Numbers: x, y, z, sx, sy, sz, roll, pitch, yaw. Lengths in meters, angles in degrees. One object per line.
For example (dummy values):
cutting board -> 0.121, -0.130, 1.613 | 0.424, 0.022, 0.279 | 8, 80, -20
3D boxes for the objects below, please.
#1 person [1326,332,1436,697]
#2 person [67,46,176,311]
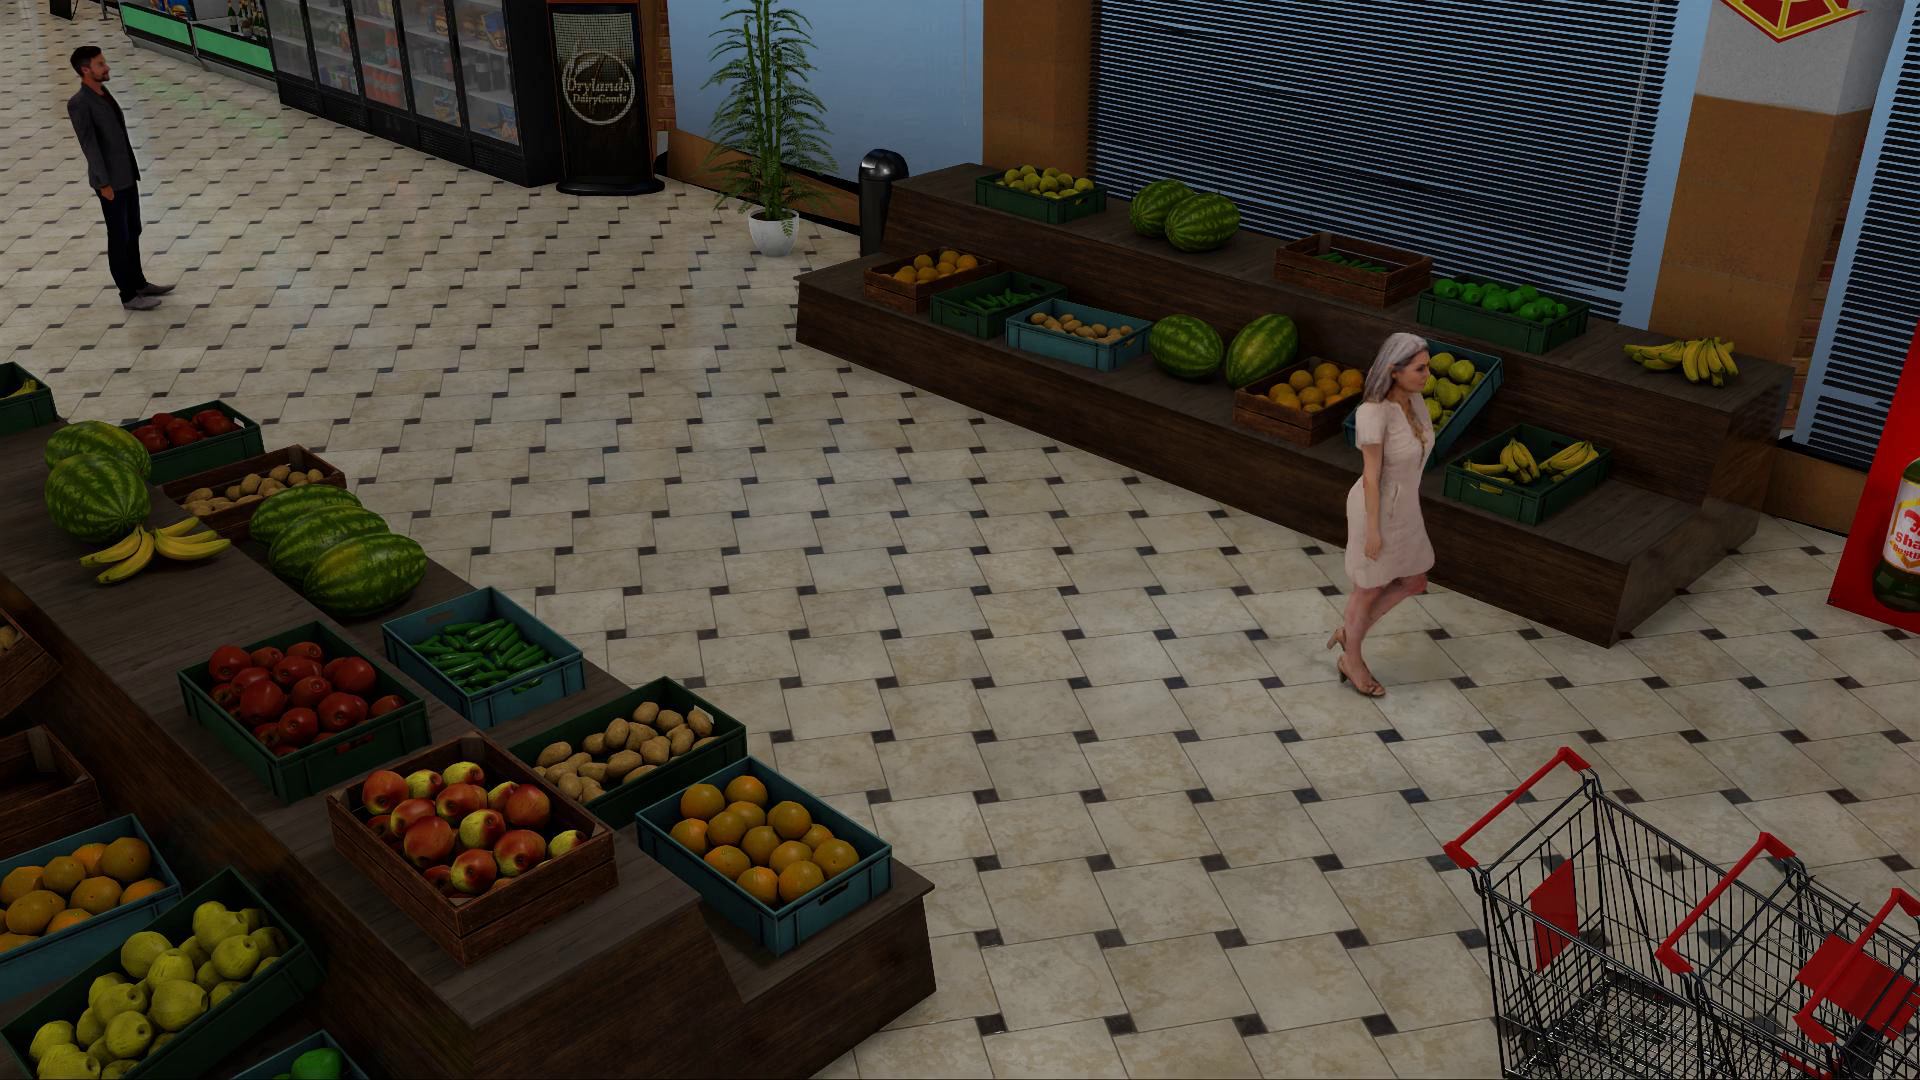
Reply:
person -> 1.755, -0.101, 7.232 | 0.638, 1.727, 0.627 | 21, 34, 35
person -> -6.133, -2.626, 12.049 | 0.842, 1.874, 0.755 | -3, 27, -6
